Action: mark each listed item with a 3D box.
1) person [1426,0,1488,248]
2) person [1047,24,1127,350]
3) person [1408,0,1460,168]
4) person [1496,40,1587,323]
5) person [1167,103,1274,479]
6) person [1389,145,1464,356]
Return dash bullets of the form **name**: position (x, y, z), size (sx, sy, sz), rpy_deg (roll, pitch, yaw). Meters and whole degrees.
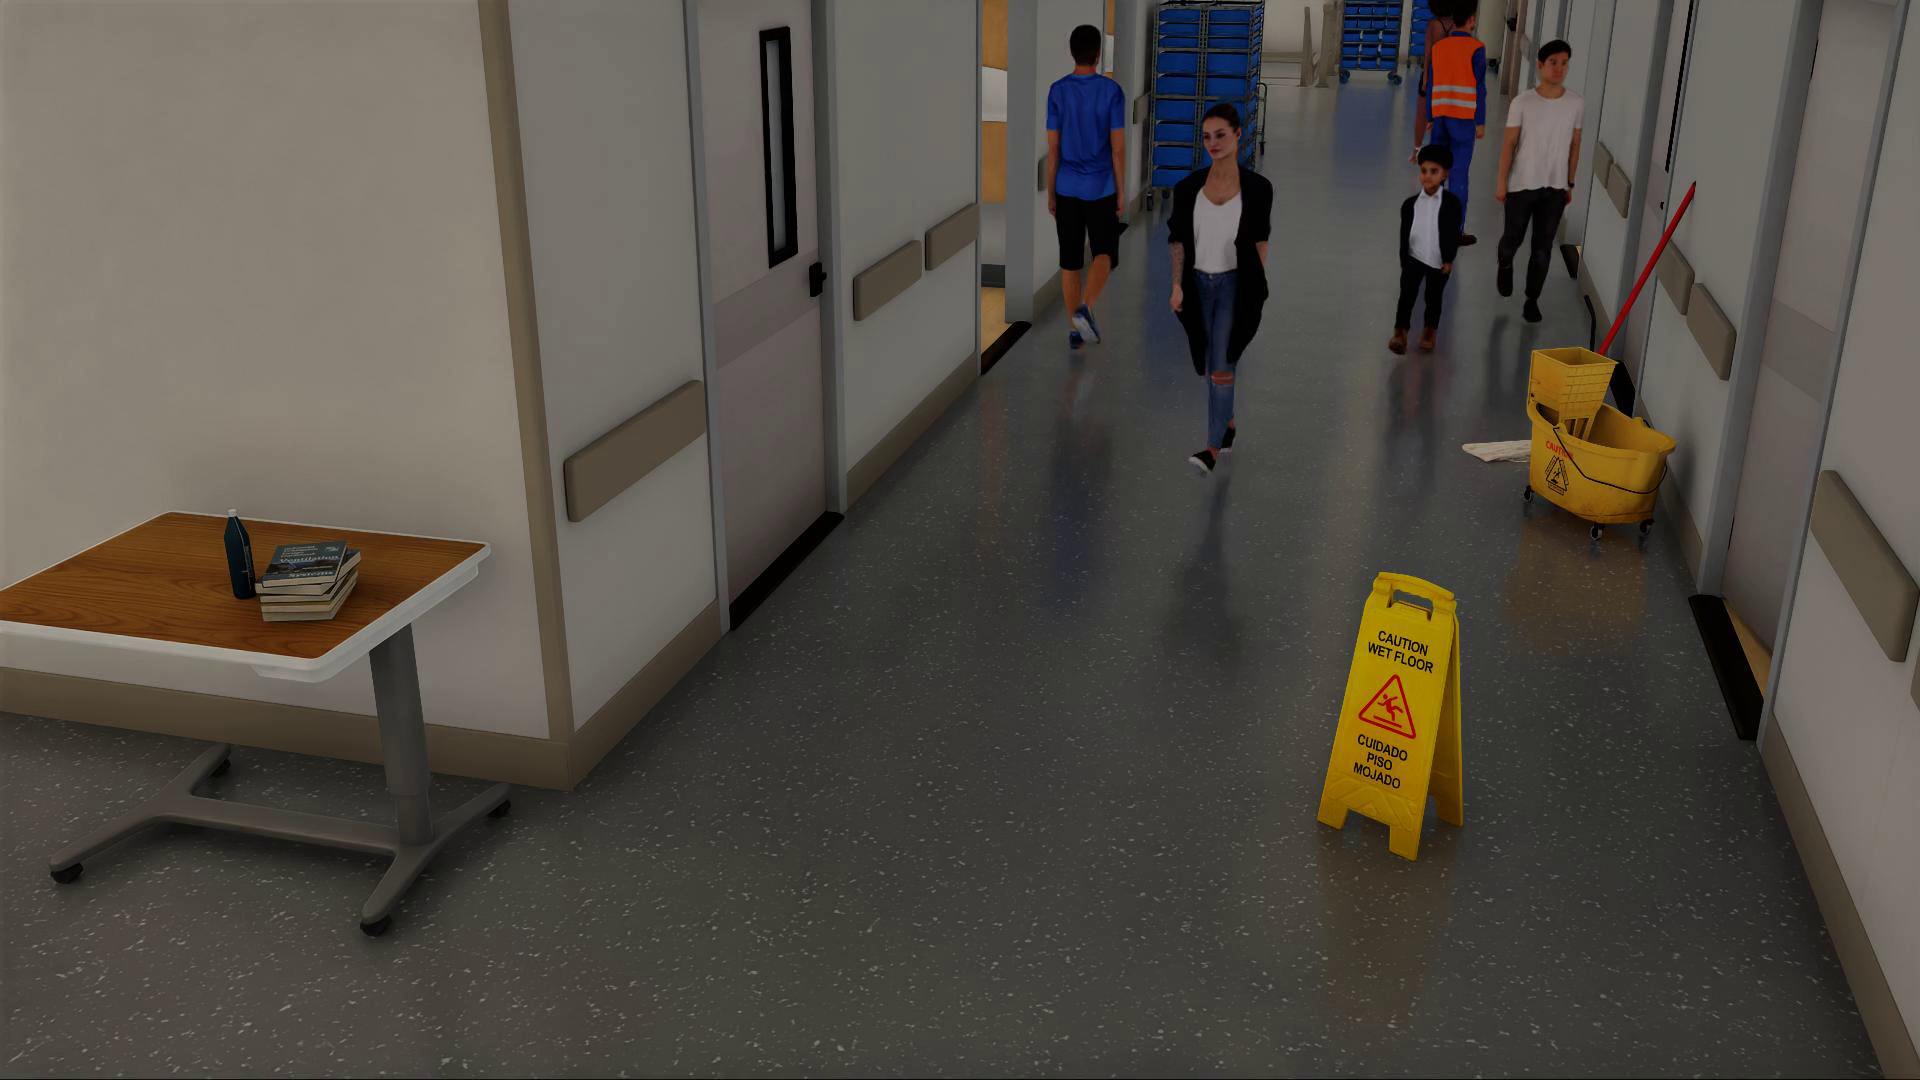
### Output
- **person**: position (3.810, -3.219, 12.824), size (0.827, 1.863, 0.790), rpy_deg (-14, 25, -33)
- **person**: position (0.705, -1.985, 9.572), size (0.613, 1.859, 0.859), rpy_deg (6, 22, 15)
- **person**: position (4.743, -4.483, 16.318), size (0.890, 1.752, 1.163), rpy_deg (-3, 21, -8)
- **person**: position (3.624, -2.268, 10.494), size (0.713, 1.704, 1.016), rpy_deg (3, 21, 7)
- **person**: position (1.200, -1.132, 7.644), size (0.728, 1.631, 1.126), rpy_deg (8, 22, 19)
- **person**: position (2.748, -1.680, 9.703), size (0.593, 1.197, 0.851), rpy_deg (9, 23, 23)
